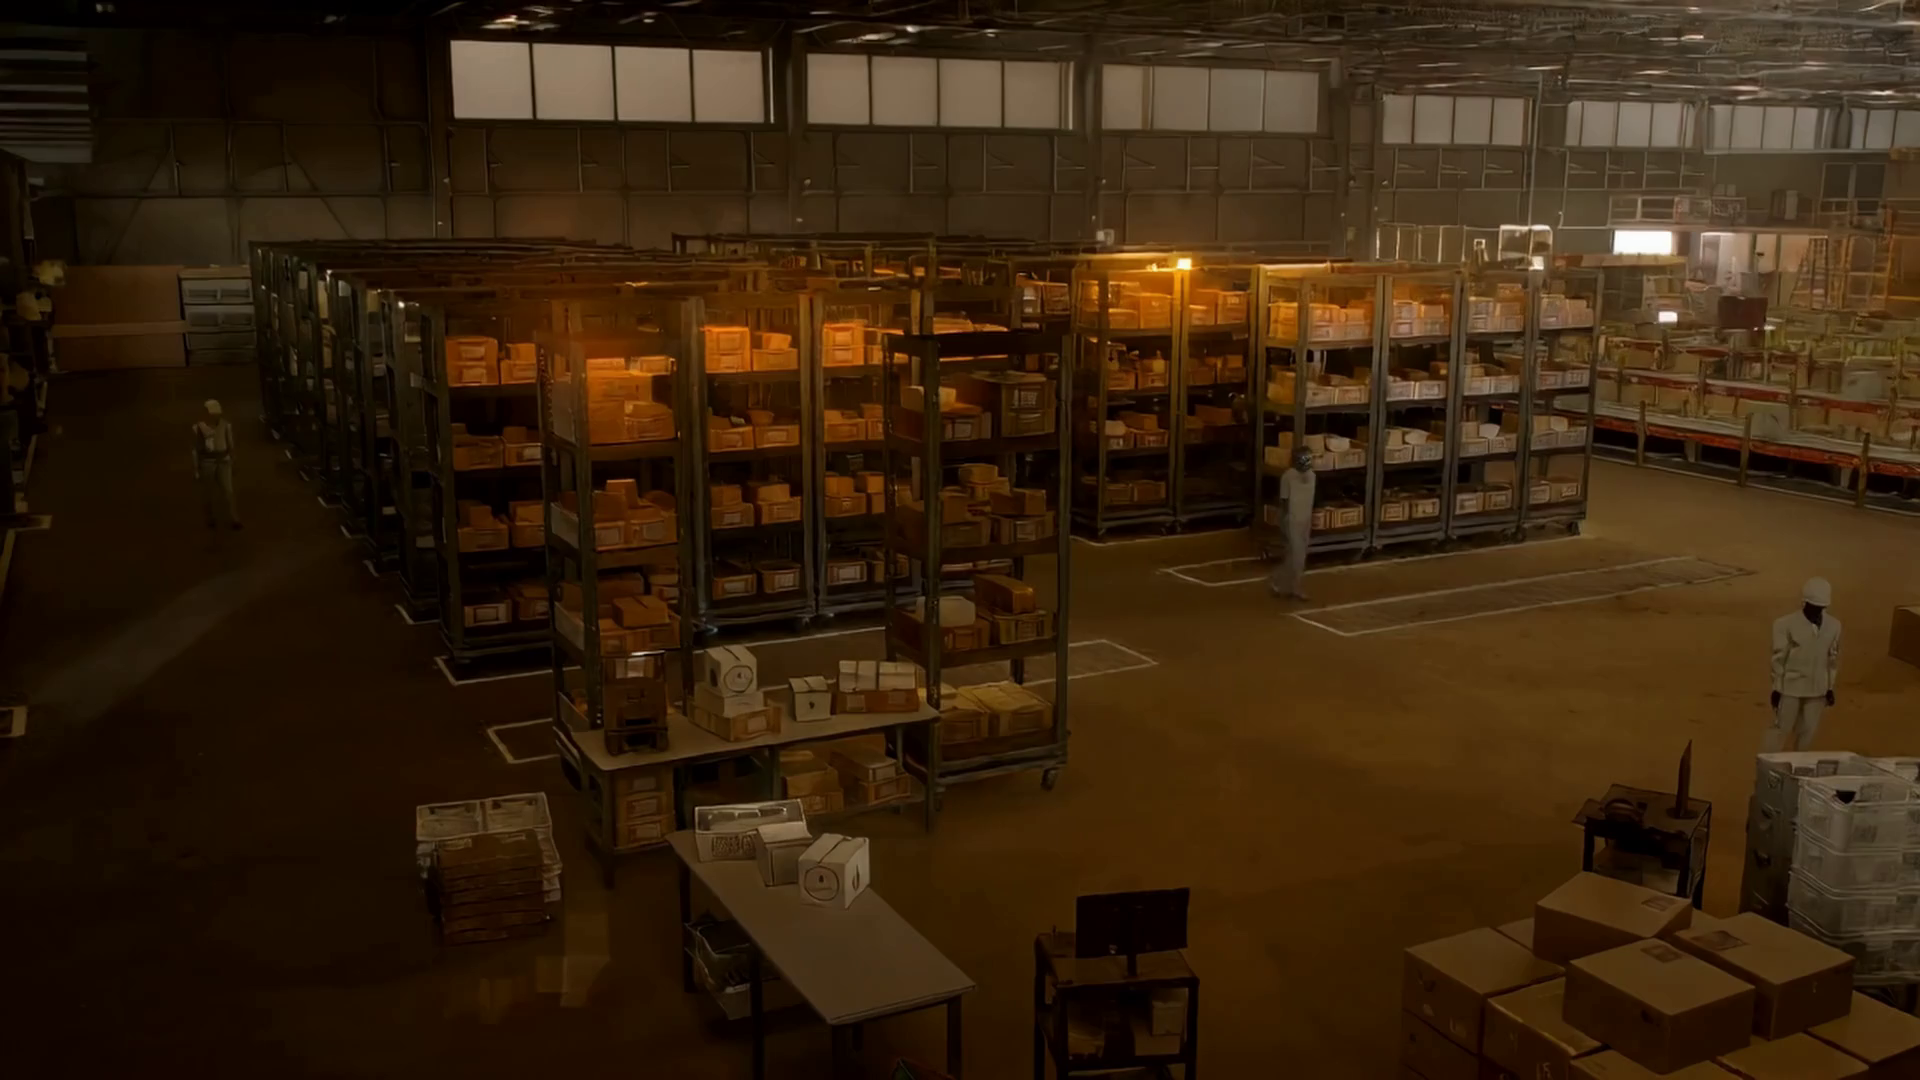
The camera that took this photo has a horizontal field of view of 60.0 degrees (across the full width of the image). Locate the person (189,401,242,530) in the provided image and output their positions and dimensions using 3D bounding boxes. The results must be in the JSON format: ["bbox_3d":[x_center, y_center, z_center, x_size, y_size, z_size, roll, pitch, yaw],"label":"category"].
[{"bbox_3d":[-10.243,-1.021,22.867,0.604,1.784,0.922,-10,16,-40],"label":"person"}]

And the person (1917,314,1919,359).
[{"bbox_3d":[25.692,-5.661,44.412,0.577,1.849,0.406,-7,14,-30],"label":"person"}]

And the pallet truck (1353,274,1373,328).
[{"bbox_3d":[13.011,-8.050,55.243,0.823,1.965,1.885,-7,14,-28],"label":"pallet truck"}]

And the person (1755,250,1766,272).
[{"bbox_3d":[34.916,-11.656,72.340,0.758,1.902,0.600,4,13,20],"label":"person"}]

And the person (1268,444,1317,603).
[{"bbox_3d":[3.816,-0.197,18.894,0.595,1.828,0.457,-11,16,-41],"label":"person"}]

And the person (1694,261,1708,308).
[{"bbox_3d":[28.339,-9.745,63.589,0.967,1.815,0.646,-8,15,-34],"label":"person"}]

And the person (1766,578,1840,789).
[{"bbox_3d":[6.533,1.136,12.868,0.560,1.744,0.338,-2,12,-9],"label":"person"}]
